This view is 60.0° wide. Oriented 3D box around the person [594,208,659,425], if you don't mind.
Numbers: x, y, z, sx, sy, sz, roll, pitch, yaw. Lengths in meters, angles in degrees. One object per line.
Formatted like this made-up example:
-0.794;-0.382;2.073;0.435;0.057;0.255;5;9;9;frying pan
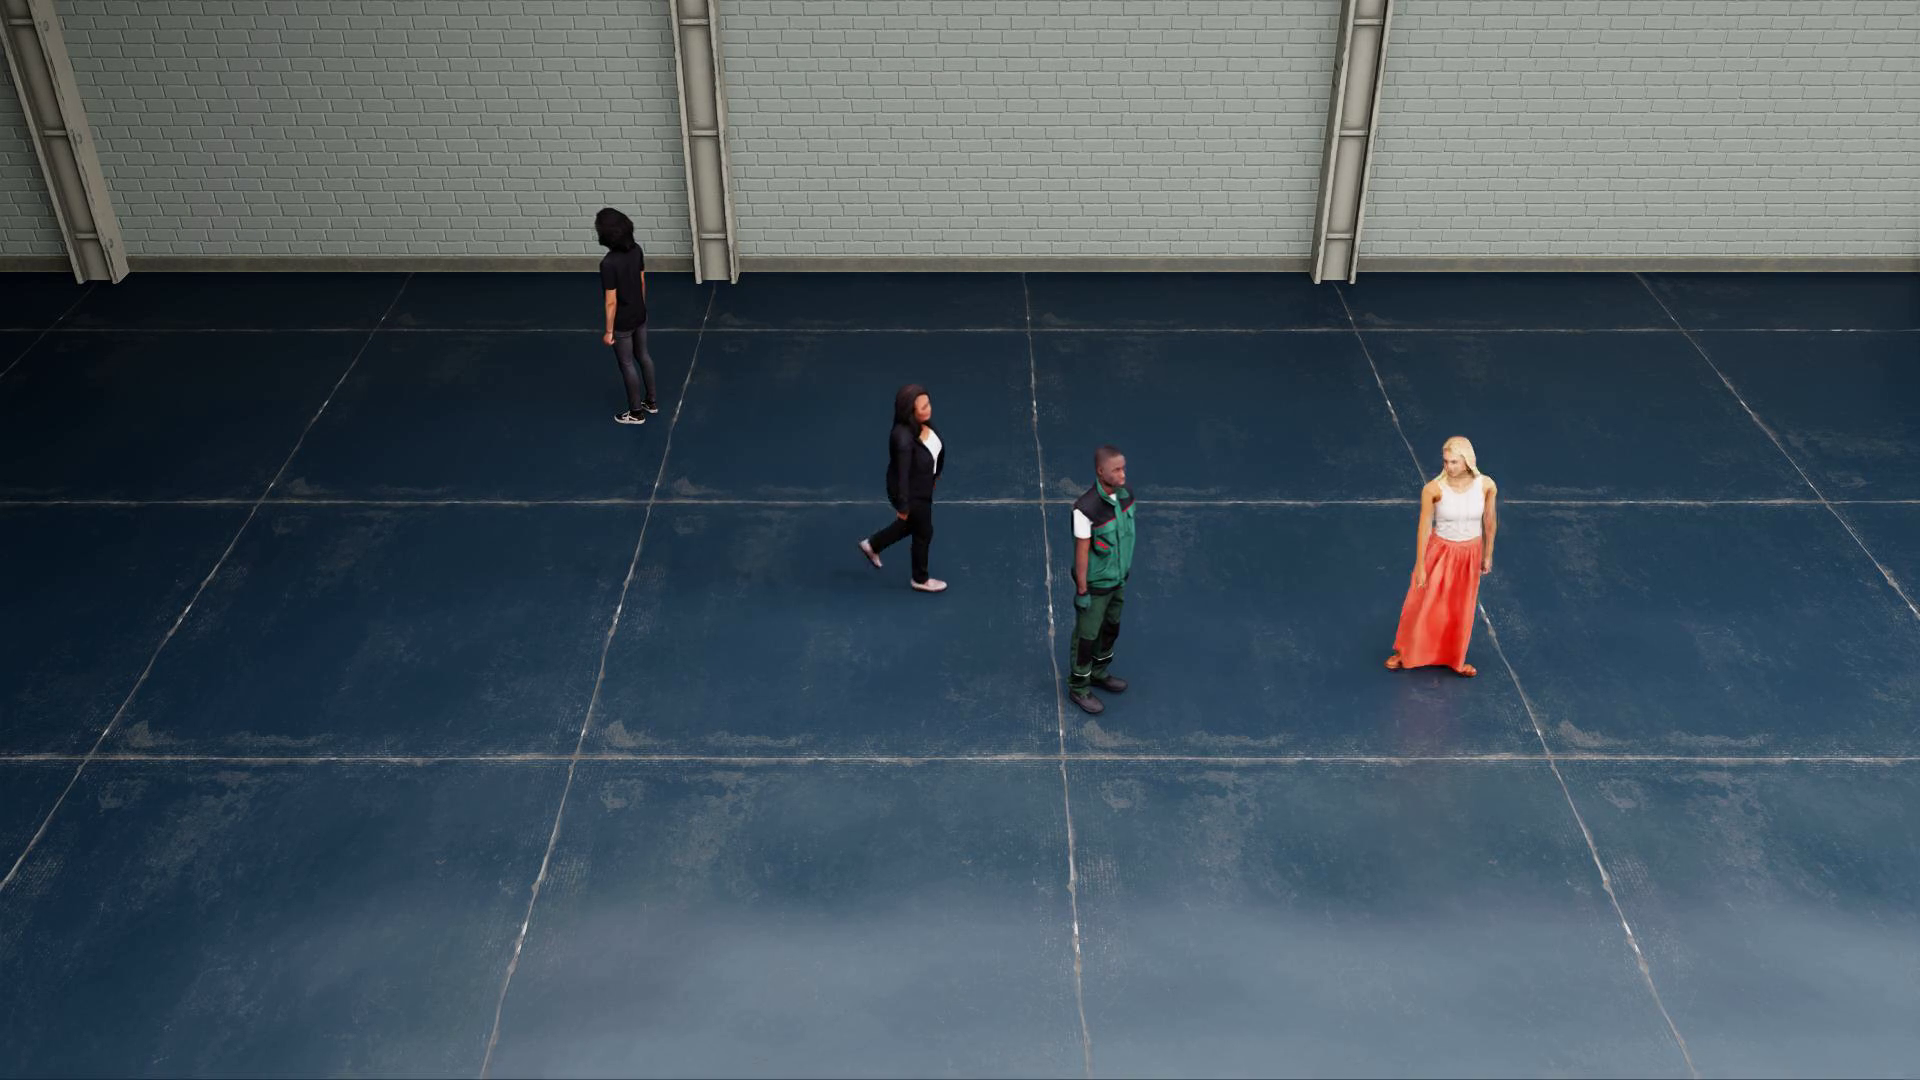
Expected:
-2.677;-1.807;13.386;0.700;1.831;0.710;17;37;25;person

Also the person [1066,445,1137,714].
0.870;0.216;10.270;0.812;1.839;0.785;22;39;30;person

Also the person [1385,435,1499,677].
3.141;0.106;10.487;0.517;1.786;0.782;-8;34;-12;person

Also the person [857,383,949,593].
-0.403;-0.349;11.355;0.892;1.603;0.680;4;33;6;person
